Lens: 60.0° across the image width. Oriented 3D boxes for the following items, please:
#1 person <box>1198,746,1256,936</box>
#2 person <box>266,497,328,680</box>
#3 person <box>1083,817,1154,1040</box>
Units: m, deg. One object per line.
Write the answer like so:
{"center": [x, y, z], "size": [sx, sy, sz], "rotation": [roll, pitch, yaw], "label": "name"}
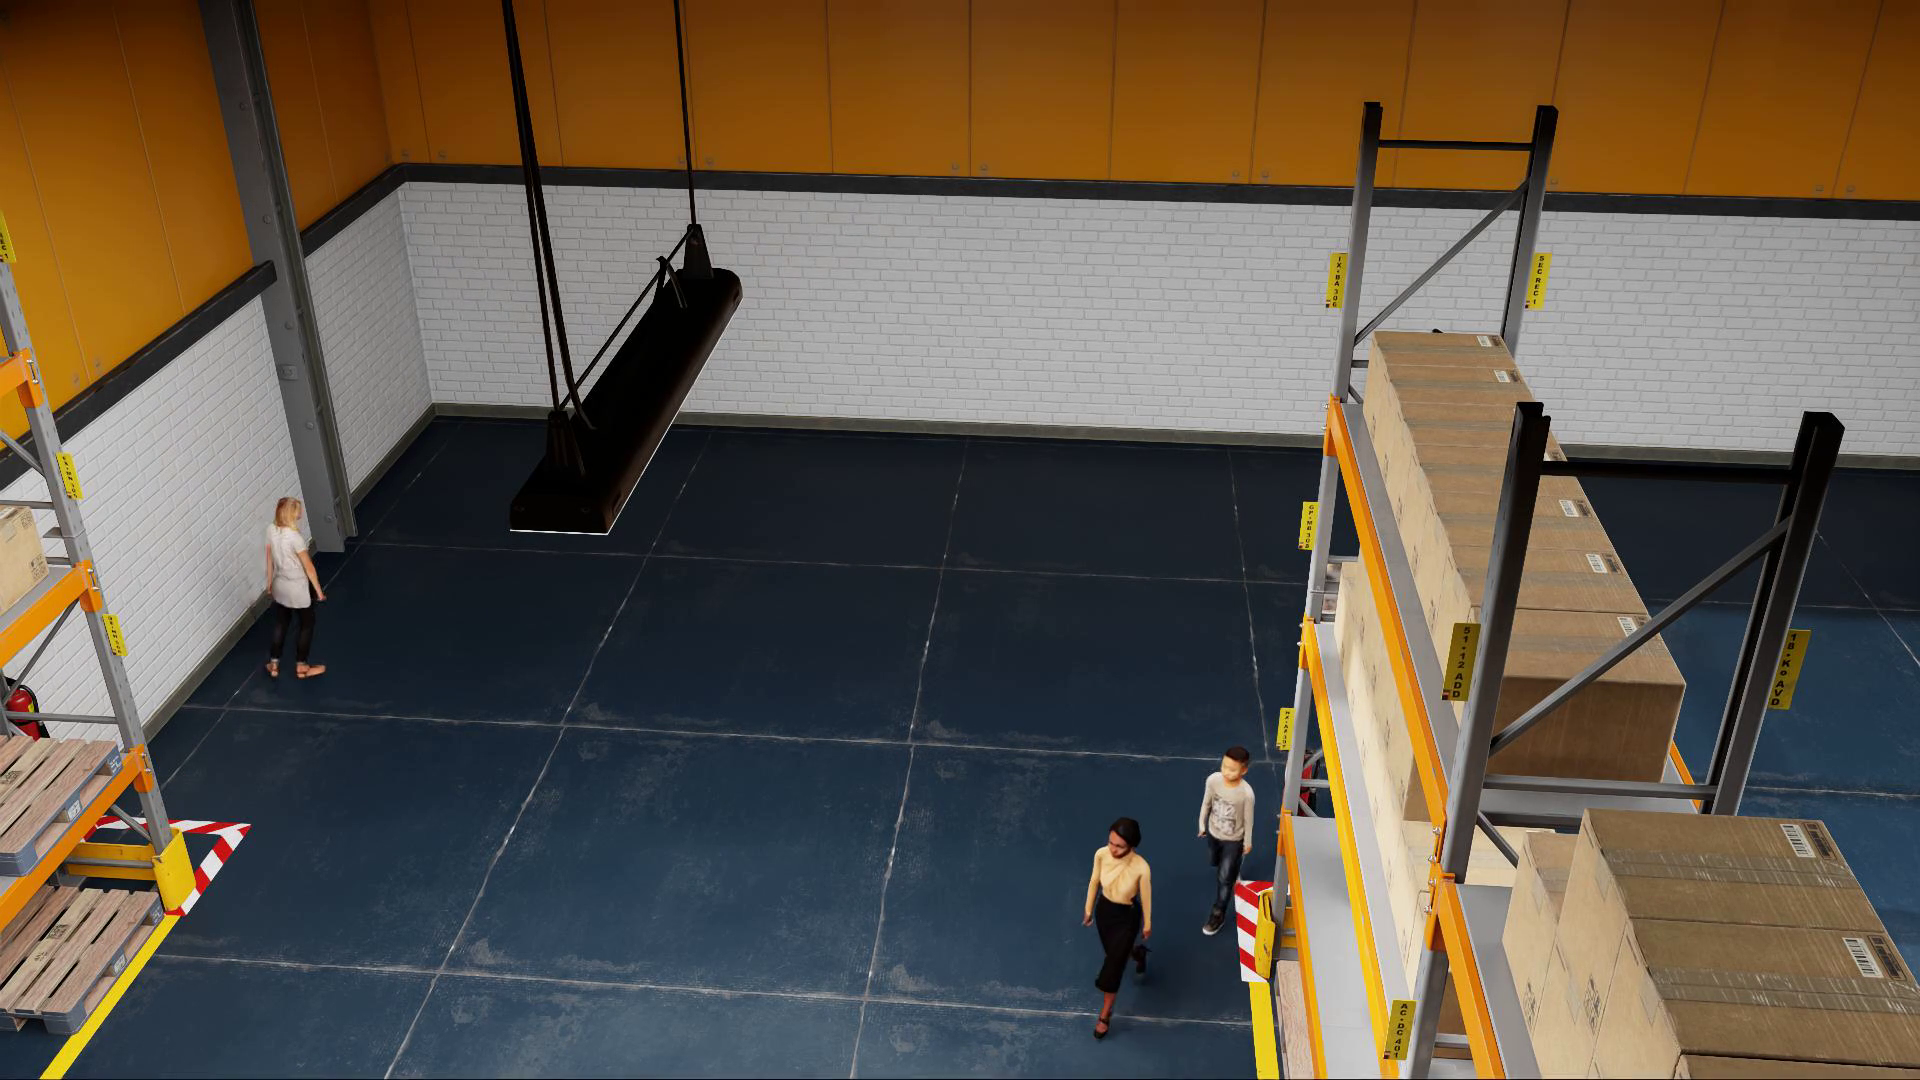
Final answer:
{"center": [1.936, 2.063, 11.857], "size": [0.851, 1.444, 1.017], "rotation": [19, 34, 31], "label": "person"}
{"center": [-5.844, 0.446, 14.468], "size": [0.898, 1.784, 0.782], "rotation": [5, 29, 10], "label": "person"}
{"center": [1.087, 2.464, 10.935], "size": [0.911, 1.625, 1.094], "rotation": [20, 34, 31], "label": "person"}
